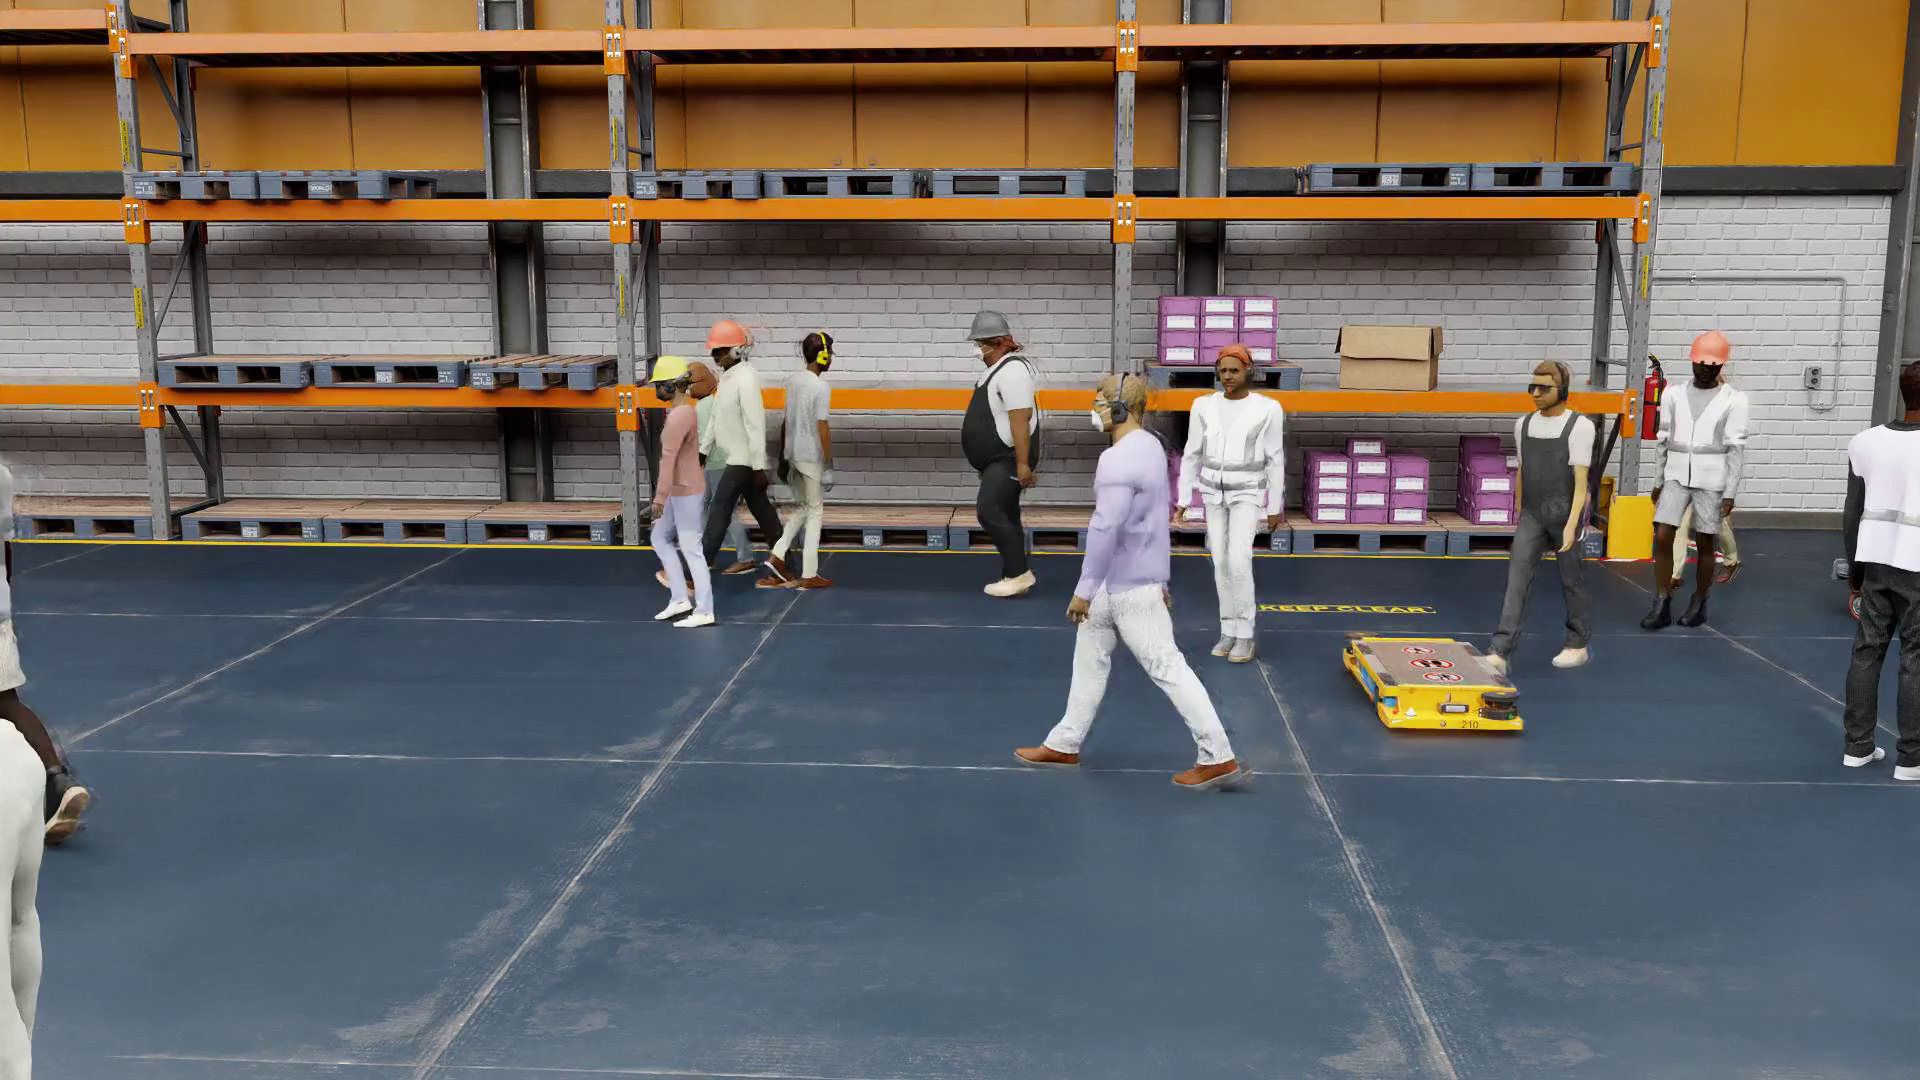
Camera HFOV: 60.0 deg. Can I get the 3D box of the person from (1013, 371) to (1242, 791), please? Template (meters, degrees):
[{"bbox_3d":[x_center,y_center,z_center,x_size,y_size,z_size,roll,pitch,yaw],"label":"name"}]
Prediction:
[{"bbox_3d":[0.796,0.184,7.467,1.068,1.882,0.629,2,10,14],"label":"person"}]

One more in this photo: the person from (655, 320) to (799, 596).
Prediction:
[{"bbox_3d":[-1.621,-0.572,11.703,1.053,1.929,0.627,-2,10,-14],"label":"person"}]

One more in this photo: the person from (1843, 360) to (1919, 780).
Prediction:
[{"bbox_3d":[4.316,0.136,7.606,0.391,1.918,0.587,-5,11,-27],"label":"person"}]

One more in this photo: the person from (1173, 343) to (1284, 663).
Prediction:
[{"bbox_3d":[1.562,-0.211,9.774,0.575,1.866,0.583,7,12,35],"label":"person"}]

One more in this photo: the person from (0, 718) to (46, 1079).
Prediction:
[{"bbox_3d":[-1.713,0.967,2.679,0.372,1.939,0.631,1,10,5],"label":"person"}]

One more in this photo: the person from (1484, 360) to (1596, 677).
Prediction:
[{"bbox_3d":[3.318,-0.116,9.446,0.970,1.794,0.511,-9,13,-42],"label":"person"}]

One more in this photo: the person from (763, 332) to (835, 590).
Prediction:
[{"bbox_3d":[-1.122,-0.554,11.871,0.483,1.843,0.573,-9,13,-42],"label":"person"}]

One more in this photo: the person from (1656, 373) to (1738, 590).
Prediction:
[{"bbox_3d":[5.378,-0.448,11.957,0.823,1.601,0.508,-7,12,-35],"label":"person"}]

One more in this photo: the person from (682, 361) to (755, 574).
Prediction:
[{"bbox_3d":[-1.849,-0.526,12.379,0.665,1.599,0.514,-1,10,-7],"label":"person"}]

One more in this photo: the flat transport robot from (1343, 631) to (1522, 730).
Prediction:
[{"bbox_3d":[2.497,0.735,8.910,0.652,0.197,1.431,1,10,4],"label":"flat transport robot"}]

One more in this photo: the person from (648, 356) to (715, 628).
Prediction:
[{"bbox_3d":[-1.823,-0.294,10.611,0.537,1.746,0.535,-1,10,-7],"label":"person"}]

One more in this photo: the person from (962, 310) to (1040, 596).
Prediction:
[{"bbox_3d":[0.285,-0.596,11.527,0.550,2.000,0.736,-2,10,-11],"label":"person"}]

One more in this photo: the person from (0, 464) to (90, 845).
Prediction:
[{"bbox_3d":[-3.975,0.292,6.659,0.894,1.936,0.609,4,11,23],"label":"person"}]

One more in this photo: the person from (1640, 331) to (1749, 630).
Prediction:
[{"bbox_3d":[4.617,-0.355,10.504,0.561,1.905,0.773,8,13,40],"label":"person"}]
